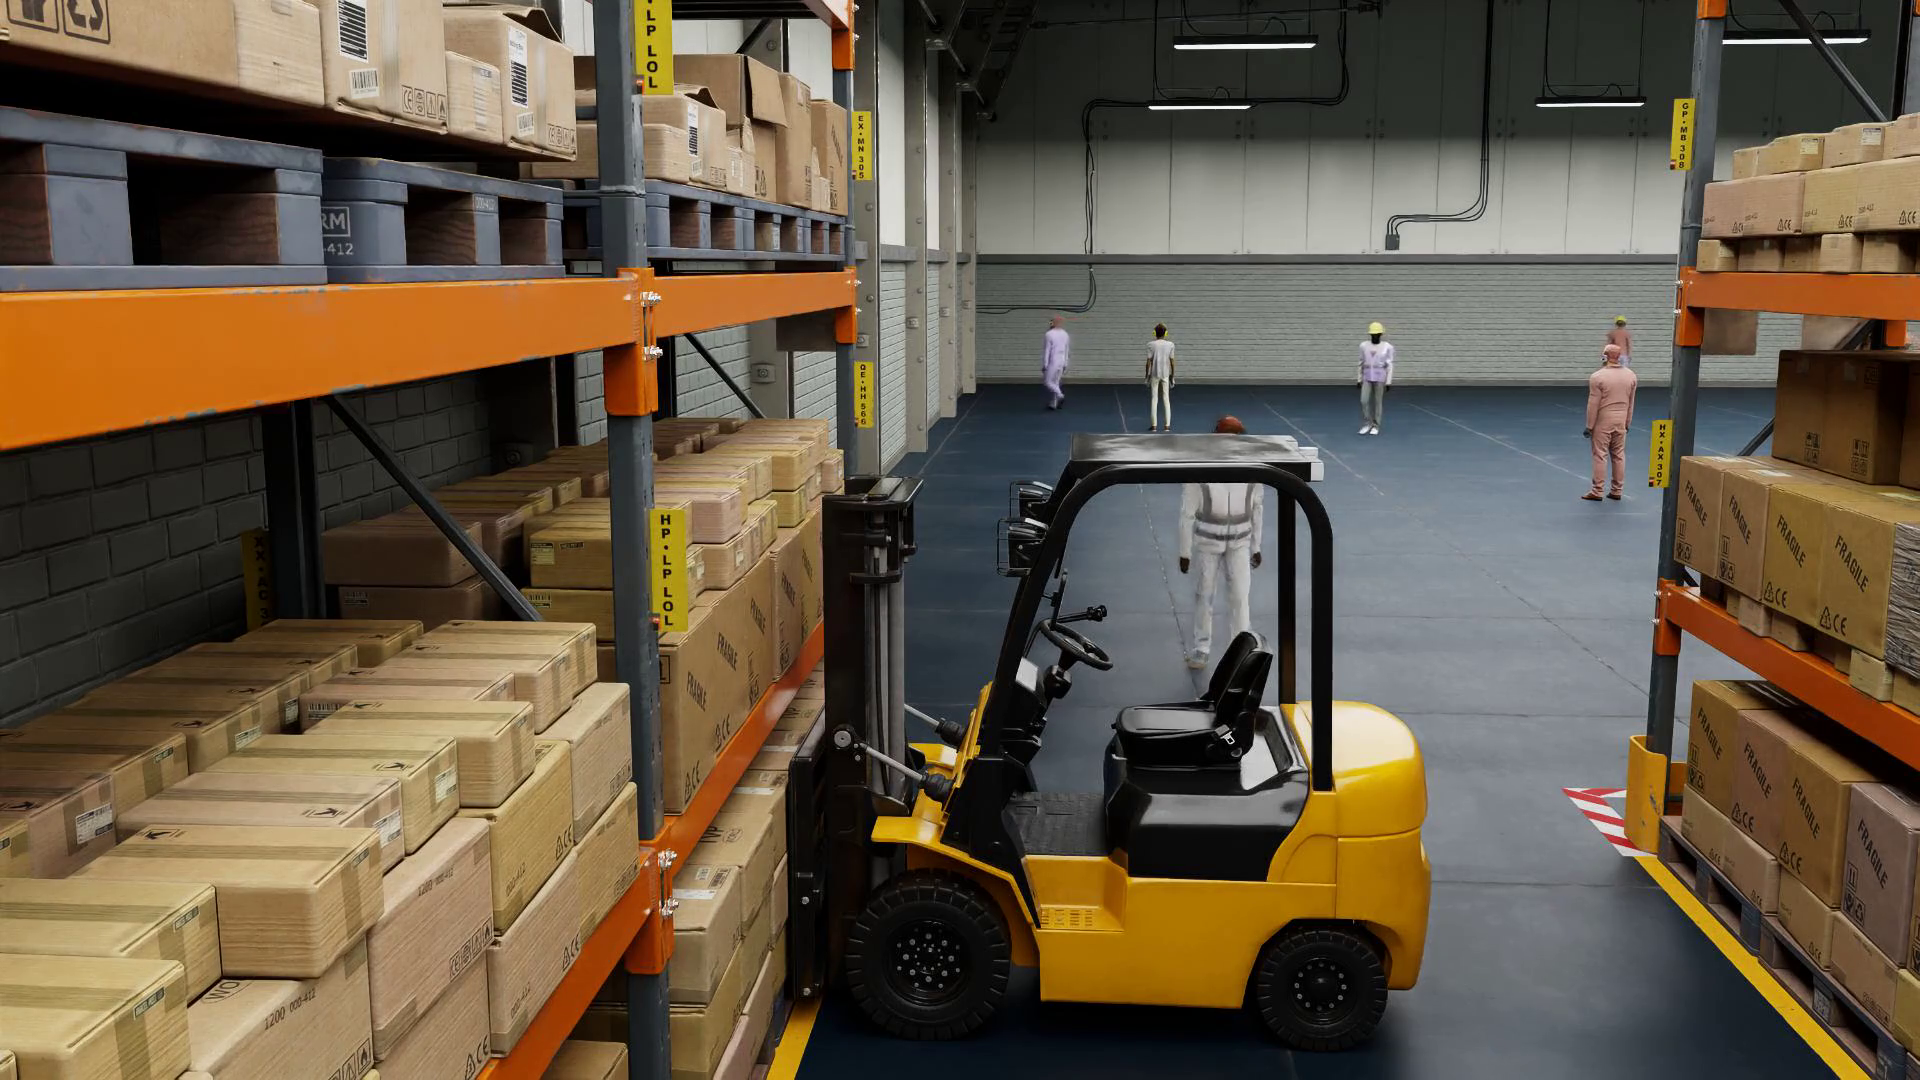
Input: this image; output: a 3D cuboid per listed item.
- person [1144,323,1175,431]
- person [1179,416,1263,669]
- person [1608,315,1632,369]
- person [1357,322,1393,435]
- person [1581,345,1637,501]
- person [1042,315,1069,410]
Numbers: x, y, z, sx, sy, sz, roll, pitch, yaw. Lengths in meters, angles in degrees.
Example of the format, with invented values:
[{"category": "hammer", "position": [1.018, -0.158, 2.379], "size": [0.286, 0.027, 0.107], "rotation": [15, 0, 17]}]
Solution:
[{"category": "person", "position": [3.459, -2.814, 28.817], "size": [0.530, 1.869, 0.311], "rotation": [0, 9, -1]}, {"category": "person", "position": [1.826, 0.058, 11.571], "size": [0.604, 1.834, 0.824], "rotation": [-1, 9, -4]}, {"category": "person", "position": [14.786, -4.156, 37.281], "size": [0.544, 1.749, 0.416], "rotation": [8, 12, 41]}, {"category": "person", "position": [6.961, -2.710, 28.057], "size": [0.622, 1.903, 0.682], "rotation": [5, 11, 29]}, {"category": "person", "position": [7.893, -1.425, 20.282], "size": [0.643, 1.908, 0.411], "rotation": [-3, 10, -17]}, {"category": "person", "position": [1.889, -3.477, 32.767], "size": [0.660, 1.886, 0.547], "rotation": [-9, 13, -44]}]
